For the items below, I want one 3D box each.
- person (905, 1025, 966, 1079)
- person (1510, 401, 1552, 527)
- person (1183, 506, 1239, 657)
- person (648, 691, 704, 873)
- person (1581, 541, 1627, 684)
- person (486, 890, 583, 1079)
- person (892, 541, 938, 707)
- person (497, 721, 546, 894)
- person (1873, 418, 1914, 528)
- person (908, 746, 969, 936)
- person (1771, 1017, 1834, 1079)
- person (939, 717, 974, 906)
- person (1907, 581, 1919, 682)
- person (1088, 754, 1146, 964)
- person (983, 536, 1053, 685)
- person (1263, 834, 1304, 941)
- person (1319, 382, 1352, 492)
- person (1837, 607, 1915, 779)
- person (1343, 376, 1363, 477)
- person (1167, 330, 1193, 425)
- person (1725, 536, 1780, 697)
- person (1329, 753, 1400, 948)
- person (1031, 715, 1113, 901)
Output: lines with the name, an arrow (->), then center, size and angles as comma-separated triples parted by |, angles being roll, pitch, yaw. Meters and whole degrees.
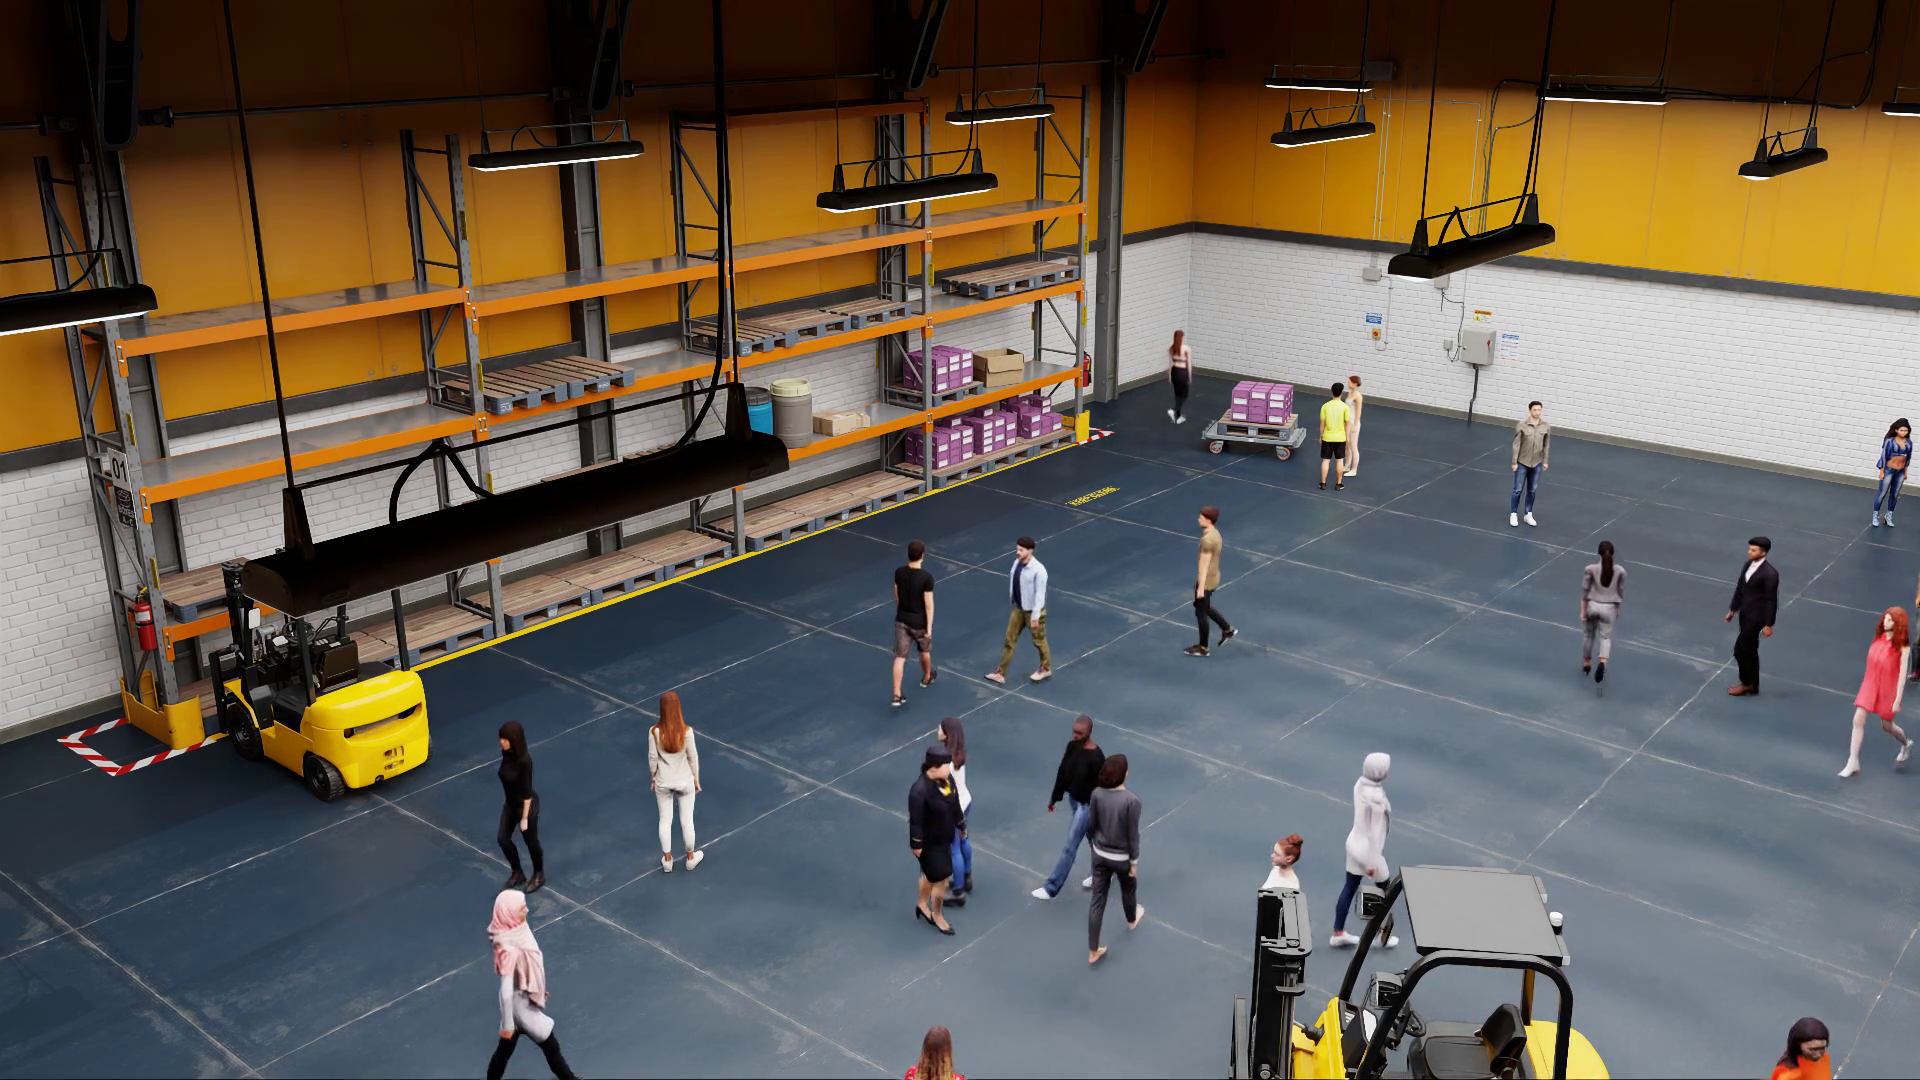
person -> -0.172, 3.753, 10.262 | 0.715, 1.582, 0.853 | 7, 20, 19
person -> 8.329, -1.137, 24.341 | 0.787, 1.863, 0.826 | 0, 19, -1
person -> 2.993, 0.495, 19.534 | 0.951, 1.838, 0.938 | 4, 19, 11
person -> -2.543, 2.152, 14.810 | 0.696, 1.713, 0.742 | 0, 19, -1
person -> 7.237, 0.846, 18.777 | 0.836, 1.657, 1.037 | 5, 19, 15
person -> -3.139, 3.248, 11.484 | 1.234, 1.758, 1.086 | -4, 19, -13
person -> -0.575, 0.951, 18.227 | 0.976, 1.808, 1.339 | 6, 20, 18
person -> -3.765, 2.294, 14.510 | 0.578, 1.636, 0.607 | 14, 23, 35
person -> 13.626, -0.984, 24.272 | 0.705, 1.618, 0.740 | 1, 19, 2
person -> -0.293, 2.482, 13.928 | 0.809, 1.652, 0.701 | 11, 21, 29
person -> 5.086, 3.657, 10.349 | 1.032, 1.710, 0.929 | -12, 22, -31
person -> -0.036, 2.330, 14.336 | 0.727, 1.678, 0.603 | 5, 19, 15
person -> 11.169, 0.738, 18.940 | 0.649, 1.758, 1.105 | 15, 24, 38
person -> 1.205, 2.605, 13.458 | 0.797, 1.717, 1.142 | 9, 21, 26
person -> 0.857, 0.789, 18.768 | 1.183, 1.770, 0.848 | -14, 23, -35
person -> 2.363, 2.965, 12.272 | 0.668, 1.793, 0.625 | -3, 19, -9
person -> 5.865, -1.626, 26.036 | 0.691, 1.709, 0.668 | 6, 19, 16
person -> 9.227, 1.527, 16.531 | 1.178, 1.801, 0.968 | -7, 20, -19
person -> 6.326, -1.857, 26.826 | 0.654, 1.643, 0.618 | -4, 19, -11
person -> 3.892, -2.876, 29.715 | 0.628, 1.729, 0.915 | 13, 23, 34
person -> 8.903, 0.846, 18.454 | 0.901, 1.862, 0.823 | 0, 19, 1
person -> 3.220, 2.553, 13.553 | 0.931, 1.756, 0.857 | -5, 19, -14
person -> 1.149, 2.285, 14.432 | 1.193, 1.702, 0.879 | -10, 21, -27
